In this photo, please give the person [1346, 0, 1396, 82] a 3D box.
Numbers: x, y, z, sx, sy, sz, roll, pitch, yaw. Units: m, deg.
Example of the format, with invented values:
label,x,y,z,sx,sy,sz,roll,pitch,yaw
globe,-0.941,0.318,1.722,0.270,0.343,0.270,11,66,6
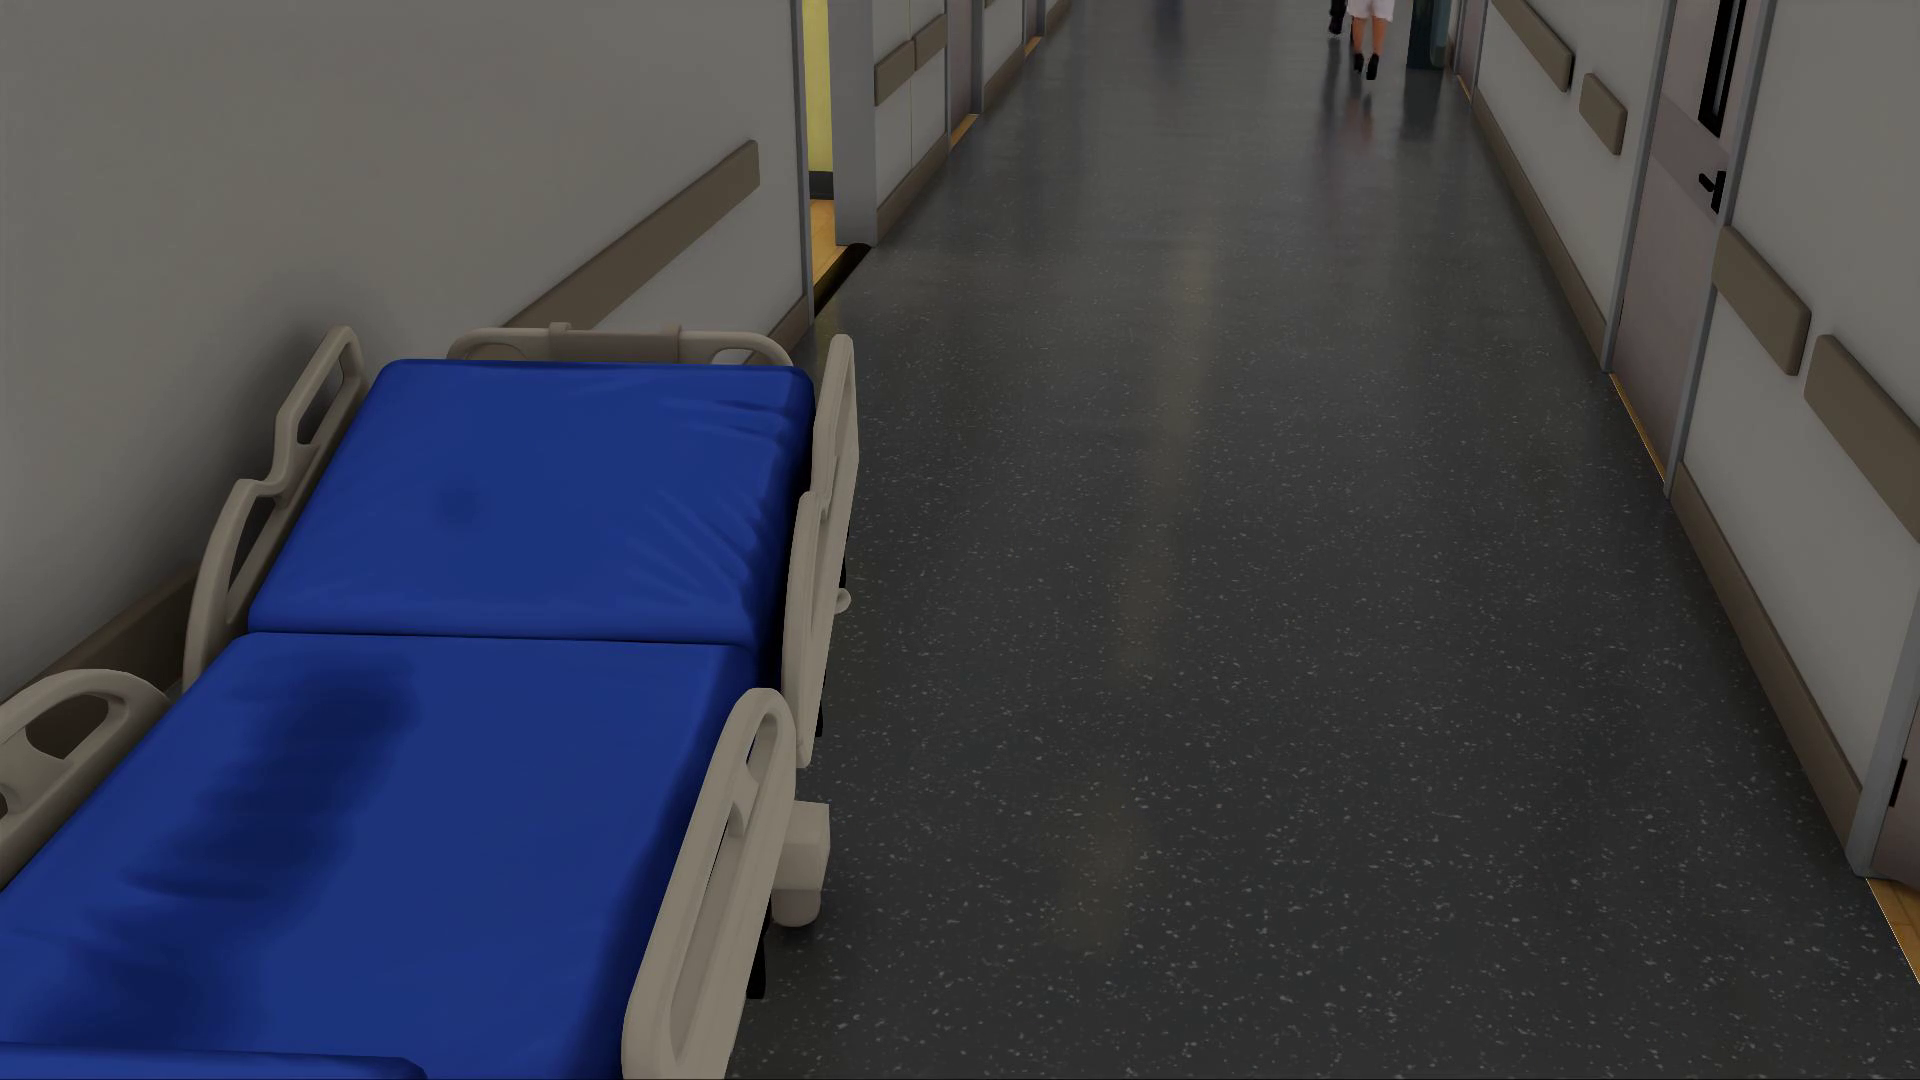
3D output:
label,x,y,z,sx,sy,sz,roll,pitch,yaw
person,3.158,-4.238,12.602,0.953,1.517,0.628,5,26,11
